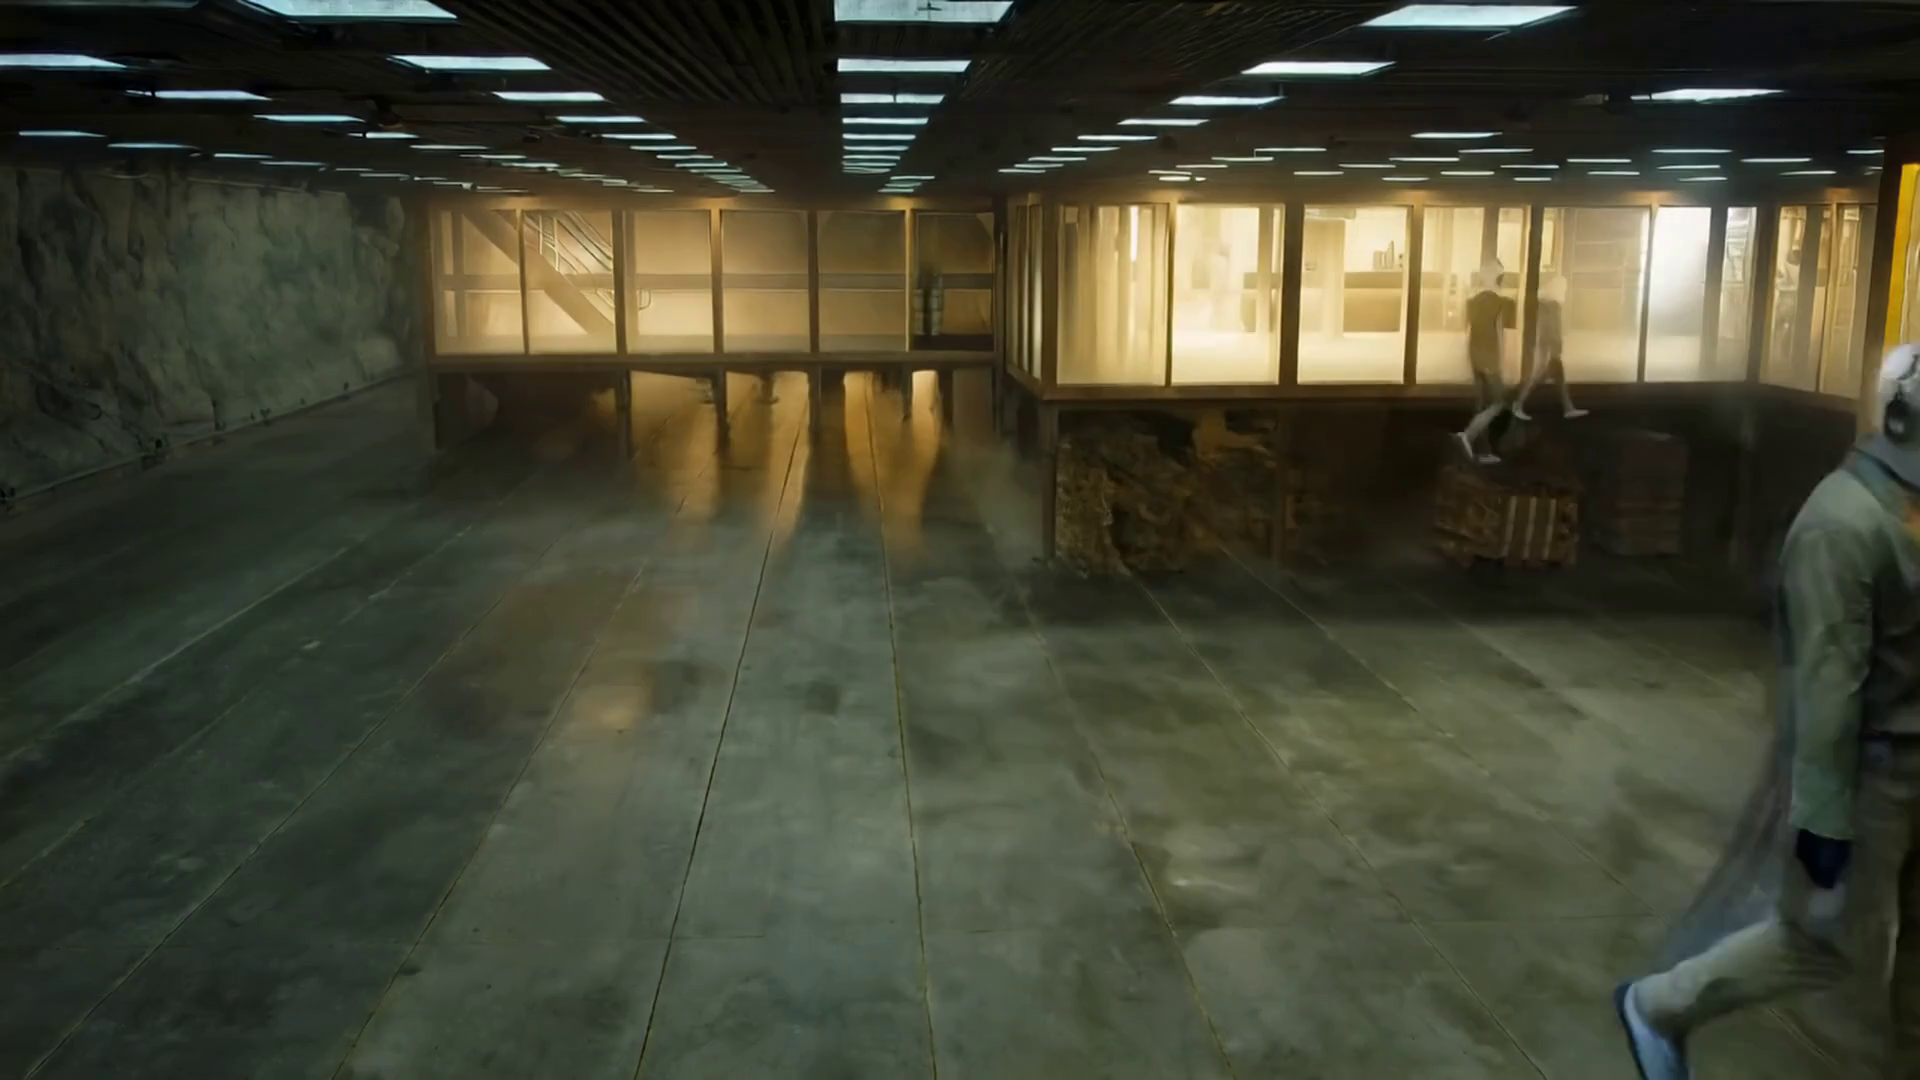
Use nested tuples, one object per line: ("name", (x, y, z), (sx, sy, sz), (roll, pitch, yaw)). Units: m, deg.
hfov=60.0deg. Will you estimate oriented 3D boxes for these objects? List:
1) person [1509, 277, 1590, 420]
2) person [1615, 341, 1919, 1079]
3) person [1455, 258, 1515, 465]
("person", (6.549, -2.108, 18.436), (0.851, 1.603, 0.518), (2, 11, 13))
("person", (1.944, 0.491, 3.636), (0.648, 1.875, 0.855), (-8, 13, -38))
("person", (4.663, -1.564, 14.771), (0.621, 1.856, 0.535), (-7, 12, -32))
